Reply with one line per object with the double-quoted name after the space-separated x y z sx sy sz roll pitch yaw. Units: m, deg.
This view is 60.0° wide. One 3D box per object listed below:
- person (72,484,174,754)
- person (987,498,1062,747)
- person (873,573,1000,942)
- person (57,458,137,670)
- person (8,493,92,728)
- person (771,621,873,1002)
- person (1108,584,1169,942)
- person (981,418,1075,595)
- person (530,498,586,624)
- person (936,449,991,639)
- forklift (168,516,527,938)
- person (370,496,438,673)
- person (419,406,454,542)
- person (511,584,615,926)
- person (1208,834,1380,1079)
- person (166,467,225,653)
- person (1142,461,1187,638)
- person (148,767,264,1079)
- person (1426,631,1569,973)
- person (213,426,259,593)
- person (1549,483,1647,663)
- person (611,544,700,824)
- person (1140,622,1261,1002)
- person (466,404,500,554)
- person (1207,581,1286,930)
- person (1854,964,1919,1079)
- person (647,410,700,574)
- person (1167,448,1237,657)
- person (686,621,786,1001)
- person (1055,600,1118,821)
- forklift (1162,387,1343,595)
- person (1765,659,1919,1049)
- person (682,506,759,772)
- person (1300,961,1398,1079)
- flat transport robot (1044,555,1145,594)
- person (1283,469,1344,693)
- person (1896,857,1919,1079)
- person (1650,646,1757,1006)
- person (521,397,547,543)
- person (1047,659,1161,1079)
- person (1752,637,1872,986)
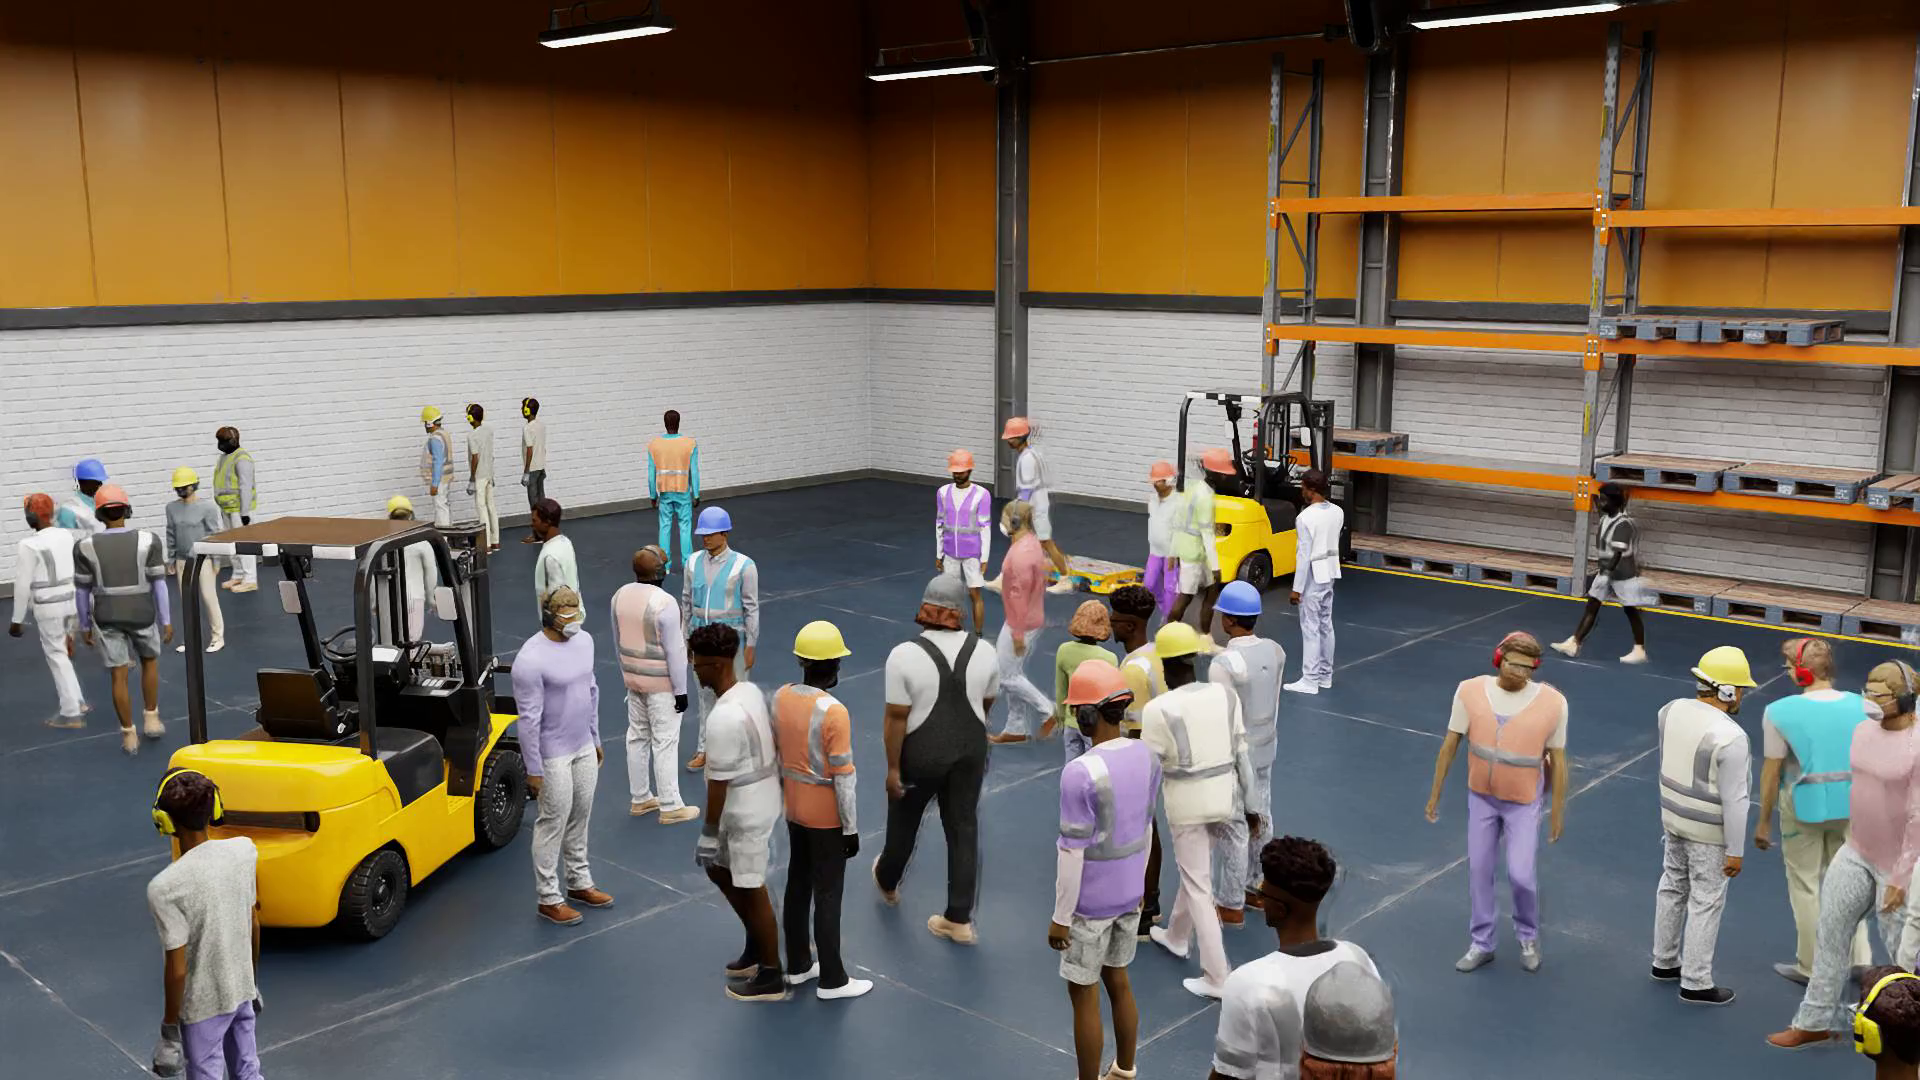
-6.287 0.576 12.535 0.641 2.013 0.699 -4 11 -23 "person"
0.476 0.641 12.433 0.510 1.913 0.654 1 10 5 "person"
-0.158 1.138 9.264 0.701 2.000 0.992 -4 11 -23 "person"
-7.817 0.211 14.888 0.796 1.926 0.613 2 10 11 "person"
-7.143 0.559 13.043 0.494 1.867 0.592 1 10 8 "person"
-0.709 1.352 8.368 0.365 1.928 0.586 -9 13 -42 "person"
0.958 1.207 9.086 0.362 1.963 0.613 3 10 17 "person"
0.736 -0.351 17.971 1.101 1.956 0.615 -1 10 -6 "person"
-3.017 0.639 12.480 0.406 1.913 0.628 -1 10 -8 "person"
0.017 0.113 15.423 0.545 1.930 0.388 5 11 24 "person"
-3.583 0.976 9.748 1.214 2.155 2.313 2 10 11 "forklift"
-4.647 0.497 13.892 0.542 1.701 0.794 1 10 6 "person"
-6.498 -0.756 20.665 0.404 1.824 0.586 -1 10 -8 "person"
-2.224 1.189 9.310 0.384 1.929 0.635 4 11 23 "person"
1.093 1.895 5.324 0.600 1.927 1.008 -8 13 -39 "person"
-7.141 0.186 15.499 0.535 1.760 0.344 2 10 11 "person"
1.985 0.095 16.088 0.411 1.729 0.556 -7 12 -36 "person"
-2.822 1.759 6.240 0.334 1.864 0.521 3 10 18 "person"
2.807 1.349 8.655 0.643 1.826 0.423 8 13 39 "person"
-7.967 -0.345 18.310 0.430 1.833 0.636 -9 13 -41 "person"
5.866 0.312 15.088 0.880 1.643 0.538 -1 10 -4 "person"
-2.000 0.942 10.943 0.625 1.847 0.429 8 13 39 "person"
1.170 1.353 8.551 0.643 1.866 0.915 -6 12 -32 "person"
-5.927 -0.754 20.546 0.334 1.864 0.517 3 10 15 "person"
1.551 1.187 9.246 0.389 1.949 0.604 9 14 43 "person"
2.478 2.064 4.518 0.510 1.861 0.324 -2 10 -11 "person"
-3.306 -0.545 19.232 0.587 1.910 0.397 0 10 0 "person"
2.187 0.140 15.115 0.799 1.978 0.639 1 10 7 "person"
-1.097 1.360 8.300 0.505 1.938 0.618 0 10 1 "person"
0.800 1.171 10.230 0.279 1.634 0.499 -9 14 -43 "person"
3.298 -0.608 18.767 1.214 2.155 2.313 9 13 42 "forklift"
4.310 1.490 7.698 0.886 1.913 0.637 -2 10 -9 "person"
-1.726 0.719 11.914 0.611 1.947 0.388 4 11 22 "person"
0.936 2.028 4.196 0.689 2.000 0.537 -1 10 -7 "person"
1.405 0.371 18.668 0.652 0.197 1.431 -8 13 -40 "flat transport robot"
3.019 0.349 14.116 0.392 1.916 0.592 9 13 42 "person"
4.075 1.792 6.732 0.532 1.621 0.391 1 10 6 "person"
3.717 1.419 8.306 0.403 1.819 0.601 -2 10 -13 "person"
-5.469 -0.891 21.307 0.314 1.869 0.535 2 10 13 "person"
0.595 1.515 7.172 0.409 2.028 0.615 8 13 39 "person"
4.341 1.403 8.406 0.625 1.816 0.452 -1 10 -7 "person"
